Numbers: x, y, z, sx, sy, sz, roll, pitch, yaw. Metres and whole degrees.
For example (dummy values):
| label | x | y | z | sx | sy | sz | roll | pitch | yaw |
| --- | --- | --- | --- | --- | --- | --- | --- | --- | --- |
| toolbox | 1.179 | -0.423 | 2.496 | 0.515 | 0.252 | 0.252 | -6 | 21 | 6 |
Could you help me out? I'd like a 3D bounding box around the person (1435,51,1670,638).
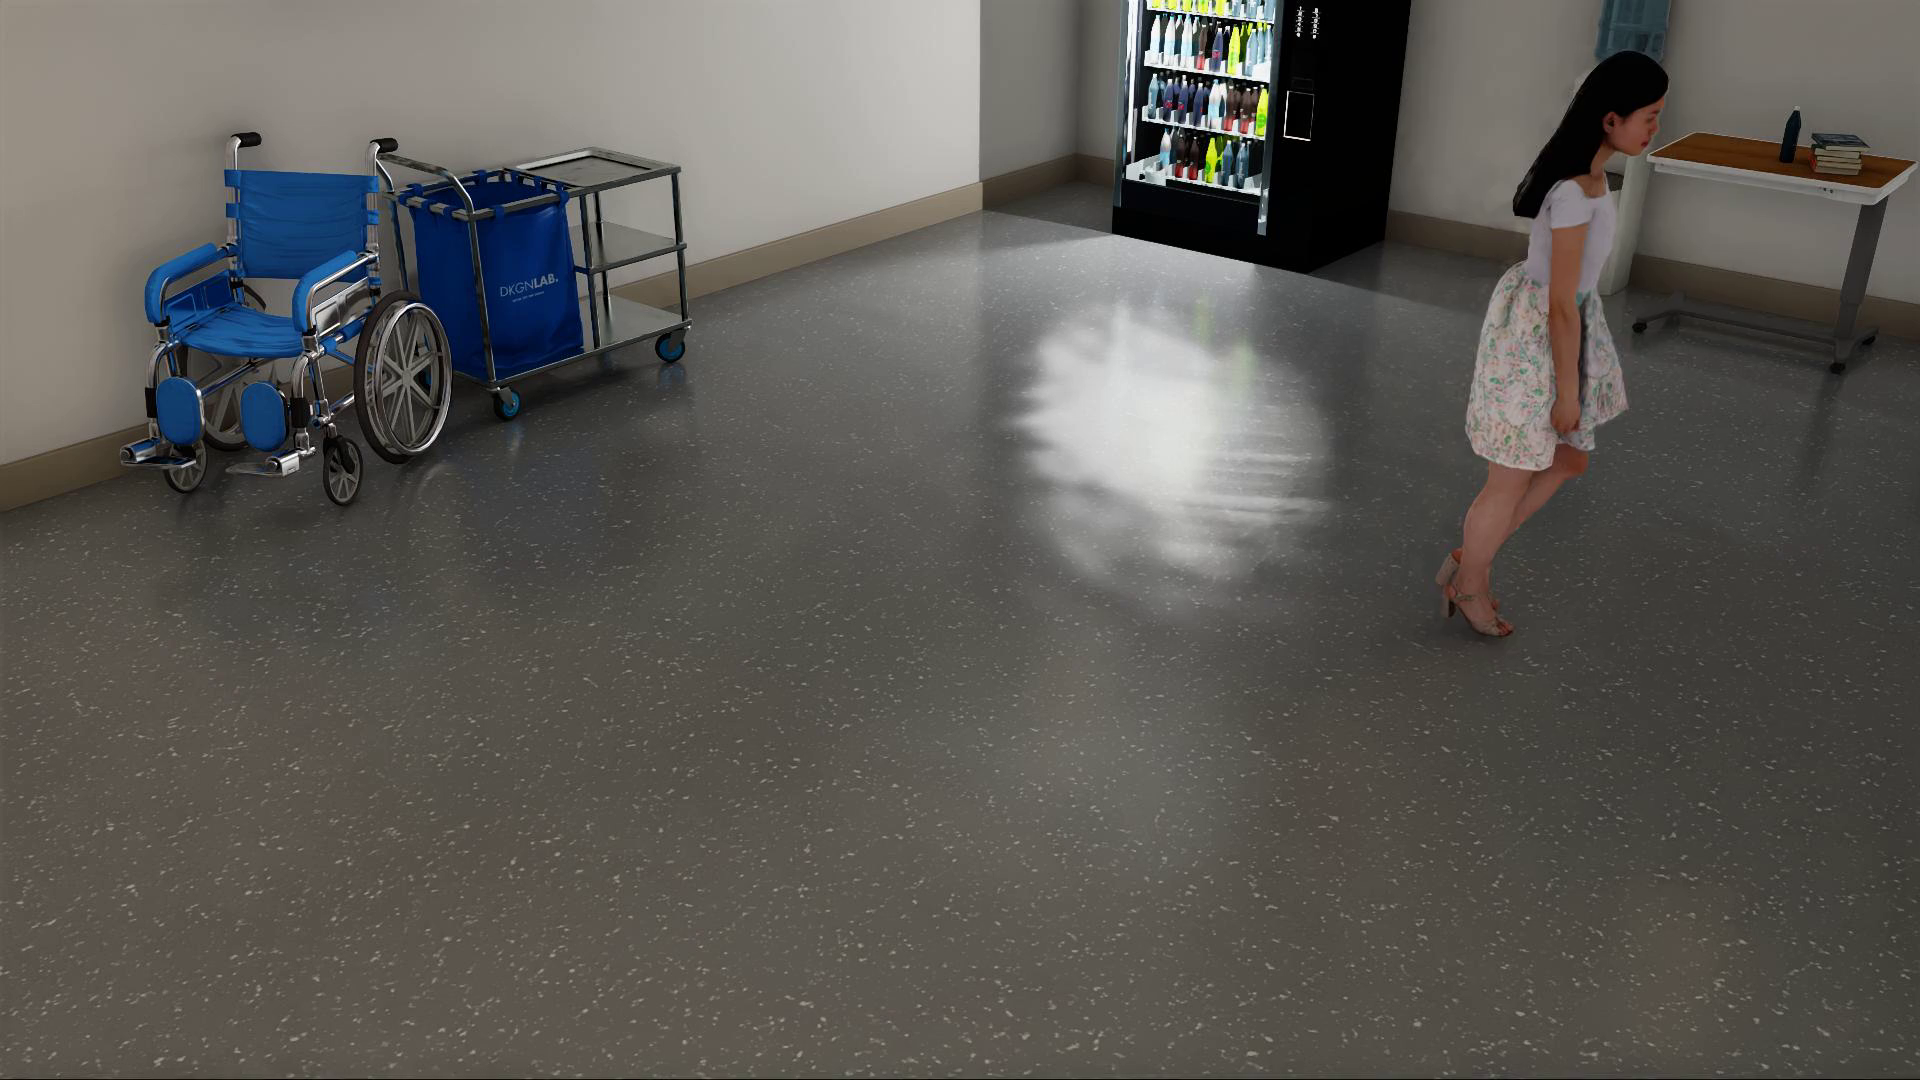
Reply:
| label | x | y | z | sx | sy | sz | roll | pitch | yaw |
| --- | --- | --- | --- | --- | --- | --- | --- | --- | --- |
| person | 1.511 | -0.464 | 4.610 | 0.766 | 1.745 | 0.731 | 7 | 27 | 14 |
